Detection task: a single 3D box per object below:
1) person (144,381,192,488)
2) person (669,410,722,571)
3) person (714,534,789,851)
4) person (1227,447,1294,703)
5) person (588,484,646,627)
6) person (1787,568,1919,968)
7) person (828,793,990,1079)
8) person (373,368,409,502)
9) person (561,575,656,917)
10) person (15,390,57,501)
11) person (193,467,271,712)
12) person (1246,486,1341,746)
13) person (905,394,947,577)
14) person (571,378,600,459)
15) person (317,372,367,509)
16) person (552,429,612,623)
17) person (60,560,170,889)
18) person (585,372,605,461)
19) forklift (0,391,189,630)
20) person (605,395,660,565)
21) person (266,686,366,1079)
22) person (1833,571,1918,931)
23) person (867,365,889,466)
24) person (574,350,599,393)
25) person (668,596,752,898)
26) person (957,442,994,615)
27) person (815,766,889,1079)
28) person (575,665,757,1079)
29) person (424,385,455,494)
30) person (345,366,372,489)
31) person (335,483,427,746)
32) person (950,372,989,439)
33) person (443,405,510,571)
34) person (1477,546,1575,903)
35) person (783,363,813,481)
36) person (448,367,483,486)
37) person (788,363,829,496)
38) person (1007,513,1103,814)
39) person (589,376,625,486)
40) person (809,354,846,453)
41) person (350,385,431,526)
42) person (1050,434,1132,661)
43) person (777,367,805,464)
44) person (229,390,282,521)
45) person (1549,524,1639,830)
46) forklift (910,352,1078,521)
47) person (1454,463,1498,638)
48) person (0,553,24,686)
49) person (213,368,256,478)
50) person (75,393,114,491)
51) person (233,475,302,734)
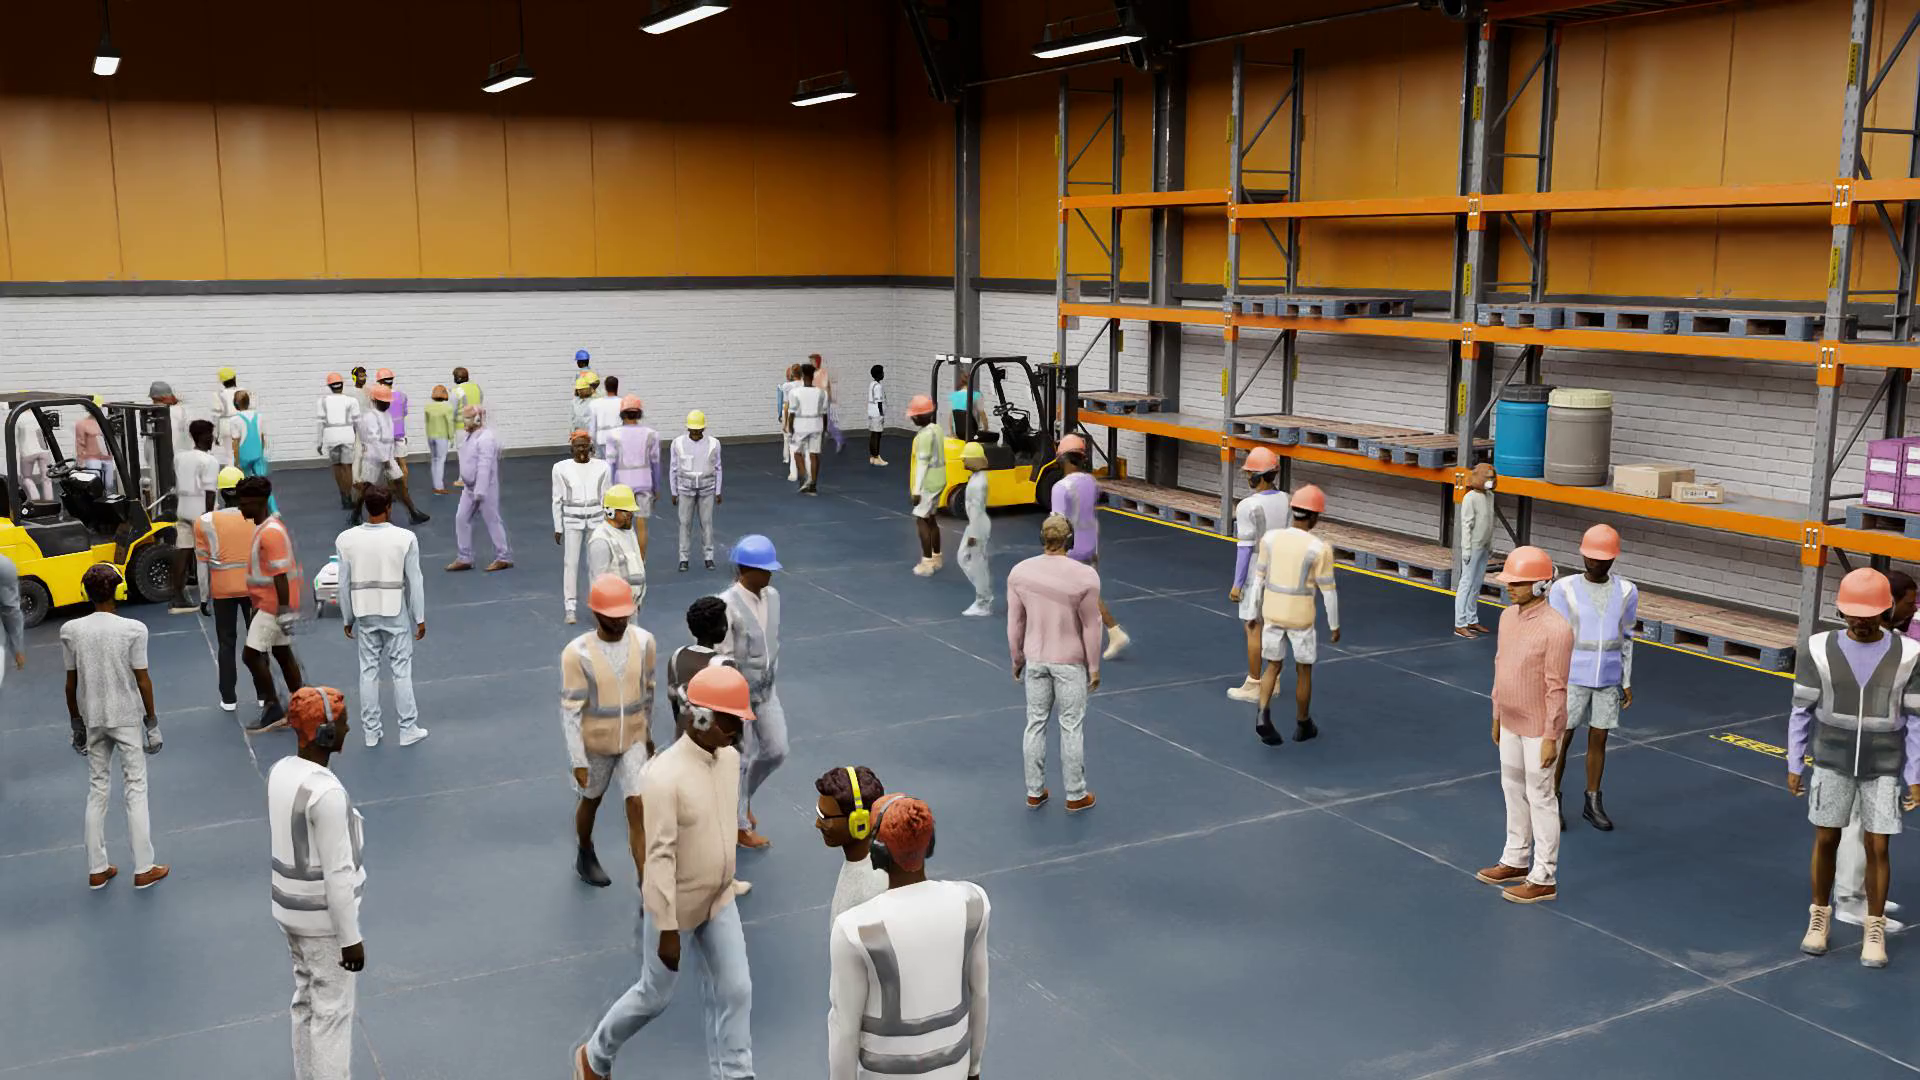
[{"bbox_3d":[-9.797,-1.008,20.668,0.704,2.000,0.694,2,10,13],"label":"person"},{"bbox_3d":[-2.964,-0.558,18.704,0.587,1.823,0.403,-2,10,-12],"label":"person"},{"bbox_3d":[-1.271,0.910,9.943,0.486,1.924,0.624,7,12,34],"label":"person"},{"bbox_3d":[2.388,0.275,13.263,0.608,2.047,0.366,-8,13,-39],"label":"person"},{"bbox_3d":[-2.622,0.470,12.807,0.403,1.819,0.602,2,10,11],"label":"person"},{"bbox_3d":[4.513,1.132,8.393,0.620,2.028,0.410,5,11,29],"label":"person"},{"bbox_3d":[-0.158,1.735,5.366,0.574,1.876,0.355,-6,12,-32],"label":"person"},{"bbox_3d":[-8.169,-1.502,23.836,0.372,1.928,0.543,7,12,35],"label":"person"},{"bbox_3d":[-1.899,1.088,9.092,0.580,1.873,1.058,-6,12,-31],"label":"person"},{"bbox_3d":[-12.415,-1.148,22.321,0.612,1.733,0.442,-9,13,-41],"label":"person"},{"bbox_3d":[-5.653,0.384,13.024,0.581,1.919,0.393,-6,11,-30],"label":"person"},{"bbox_3d":[2.381,0.570,11.969,0.627,1.907,0.868,7,12,36],"label":"person"},{"bbox_3d":[-0.371,-0.616,18.461,0.444,2.019,0.651,2,10,11],"label":"person"},{"bbox_3d":[-5.554,-1.550,24.700,0.496,1.732,0.383,5,11,27],"label":"person"},{"bbox_3d":[-8.635,-1.395,23.252,0.636,1.909,0.527,-2,10,-11],"label":"person"},{"bbox_3d":[-3.642,-0.136,16.102,0.576,1.881,0.352,-4,11,-22],"label":"person"},{"bbox_3d":[-4.777,1.045,9.389,0.511,1.860,0.341,0,10,2],"label":"person"},{"bbox_3d":[-5.532,-1.642,25.110,0.308,1.769,0.524,5,11,25],"label":"person"},{"bbox_3d":[-9.026,-0.363,16.508,1.214,2.155,2.313,6,11,29],"label":"forklift"},{"bbox_3d":[-3.646,-0.609,18.463,0.628,1.999,0.953,-4,11,-22],"label":"person"},{"bbox_3d":[-2.551,1.506,6.663,0.365,1.879,0.577,-9,13,-40],"label":"person"},{"bbox_3d":[4.876,1.102,8.911,0.433,1.911,0.595,6,11,31],"label":"person"},{"bbox_3d":[-1.382,-2.094,27.911,0.318,1.697,0.535,-3,10,-17],"label":"person"},{"bbox_3d":[-6.300,-2.240,28.062,0.423,1.939,0.624,3,10,18],"label":"person"},{"bbox_3d":[-1.403,1.148,9.244,0.537,1.694,0.320,9,13,42],"label":"person"},{"bbox_3d":[0.139,-0.108,16.355,0.374,1.727,0.509,0,10,0],"label":"person"},{"bbox_3d":[-0.336,1.676,5.742,0.326,1.862,0.508,-2,10,-9],"label":"person"},{"bbox_3d":[-1.151,1.456,6.793,0.972,1.941,0.651,6,11,29],"label":"person"},{"bbox_3d":[-7.721,-1.492,24.698,0.504,1.611,0.507,4,11,23],"label":"person"},{"bbox_3d":[-9.035,-1.692,25.128,0.332,1.864,0.505,4,11,20],"label":"person"},{"bbox_3d":[-4.187,0.549,12.059,0.597,1.916,0.370,0,10,-2],"label":"person"},{"bbox_3d":[0.136,-1.614,24.878,0.577,1.799,0.935,8,13,40],"label":"person"},{"bbox_3d":[-5.449,-0.560,18.565,0.821,1.878,0.661,-9,13,-41],"label":"person"},{"bbox_3d":[3.129,1.011,9.220,0.403,1.987,0.608,-3,10,-16],"label":"person"},{"bbox_3d":[-2.518,-1.837,26.020,0.506,1.840,0.343,-4,10,-19],"label":"person"},{"bbox_3d":[-7.553,-1.727,25.412,0.432,1.835,0.660,5,11,27],"label":"person"},{"bbox_3d":[-2.232,-1.621,24.438,0.618,1.951,0.426,-3,10,-17],"label":"person"},{"bbox_3d":[0.608,0.786,10.631,0.628,1.940,0.377,4,11,24],"label":"person"},{"bbox_3d":[-4.816,-1.341,23.103,0.611,1.871,1.016,1,10,6],"label":"person"},{"bbox_3d":[-2.429,-2.392,29.381,0.935,1.810,0.564,-9,13,-43],"label":"person"},{"bbox_3d":[-7.536,-1.092,21.701,1.073,1.875,0.554,3,10,14],"label":"person"},{"bbox_3d":[1.023,0.099,14.386,0.769,2.013,0.699,7,12,35],"label":"person"},{"bbox_3d":[-2.828,-2.106,28.141,0.522,1.640,0.306,-1,10,-9],"label":"person"},{"bbox_3d":[-9.193,-1.050,21.596,0.902,1.814,0.518,7,12,36],"label":"person"},{"bbox_3d":[3.898,0.850,10.276,0.548,1.934,0.374,0,10,1],"label":"person"},{"bbox_3d":[0.460,-1.461,22.833,2.313,2.155,1.214,-5,11,-28],"label":"forklift"},{"bbox_3d":[4.835,0.089,15.521,0.278,1.631,0.507,9,14,43],"label":"person"},{"bbox_3d":[-6.649,0.719,11.179,0.646,1.895,1.012,-4,10,-19],"label":"person"},{"bbox_3d":[-10.851,-1.646,24.863,0.632,1.864,0.757,-8,13,-38],"label":"person"},{"bbox_3d":[-11.403,-1.081,21.954,0.707,1.739,0.534,7,12,36],"label":"person"},{"bbox_3d":[-5.182,0.483,12.343,0.626,1.941,0.630,-4,11,-22],"label":"person"}]
